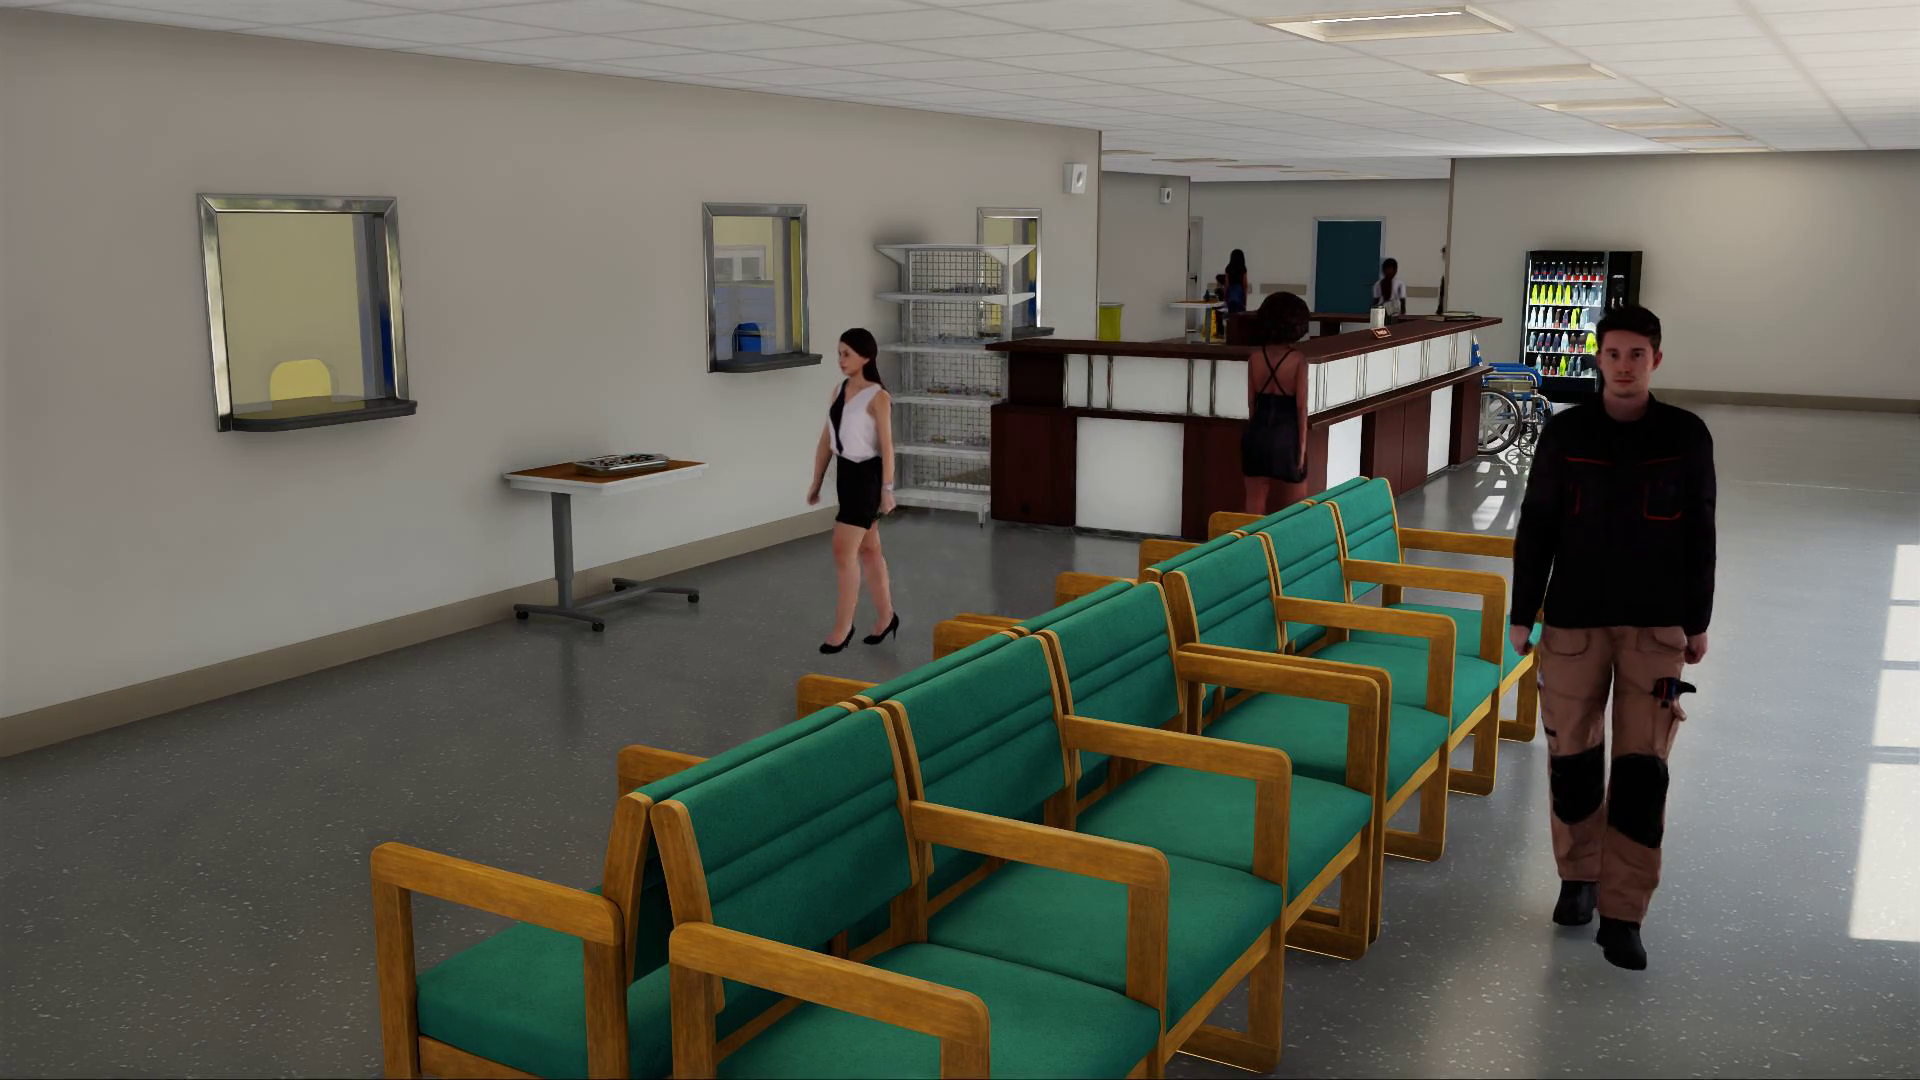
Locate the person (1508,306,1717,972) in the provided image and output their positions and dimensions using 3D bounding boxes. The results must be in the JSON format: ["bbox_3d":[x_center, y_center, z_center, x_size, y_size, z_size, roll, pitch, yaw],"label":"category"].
[{"bbox_3d":[1.981,0.259,5.039,0.884,1.906,0.846,4,12,22],"label":"person"}]

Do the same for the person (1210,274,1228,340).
[{"bbox_3d":[4.962,-4.409,31.499,0.625,1.214,0.556,9,14,40],"label":"person"}]

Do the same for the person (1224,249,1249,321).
[{"bbox_3d":[4.769,-4.160,28.824,0.606,1.722,0.694,3,11,15],"label":"person"}]

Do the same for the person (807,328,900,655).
[{"bbox_3d":[-0.438,-0.244,8.442,0.774,1.627,0.811,-9,14,-39],"label":"person"}]

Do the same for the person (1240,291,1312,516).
[{"bbox_3d":[1.712,-0.469,9.262,0.834,1.763,0.635,6,12,30],"label":"person"}]

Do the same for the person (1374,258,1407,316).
[{"bbox_3d":[5.592,-2.809,21.728,0.753,1.713,0.688,7,13,33],"label":"person"}]
